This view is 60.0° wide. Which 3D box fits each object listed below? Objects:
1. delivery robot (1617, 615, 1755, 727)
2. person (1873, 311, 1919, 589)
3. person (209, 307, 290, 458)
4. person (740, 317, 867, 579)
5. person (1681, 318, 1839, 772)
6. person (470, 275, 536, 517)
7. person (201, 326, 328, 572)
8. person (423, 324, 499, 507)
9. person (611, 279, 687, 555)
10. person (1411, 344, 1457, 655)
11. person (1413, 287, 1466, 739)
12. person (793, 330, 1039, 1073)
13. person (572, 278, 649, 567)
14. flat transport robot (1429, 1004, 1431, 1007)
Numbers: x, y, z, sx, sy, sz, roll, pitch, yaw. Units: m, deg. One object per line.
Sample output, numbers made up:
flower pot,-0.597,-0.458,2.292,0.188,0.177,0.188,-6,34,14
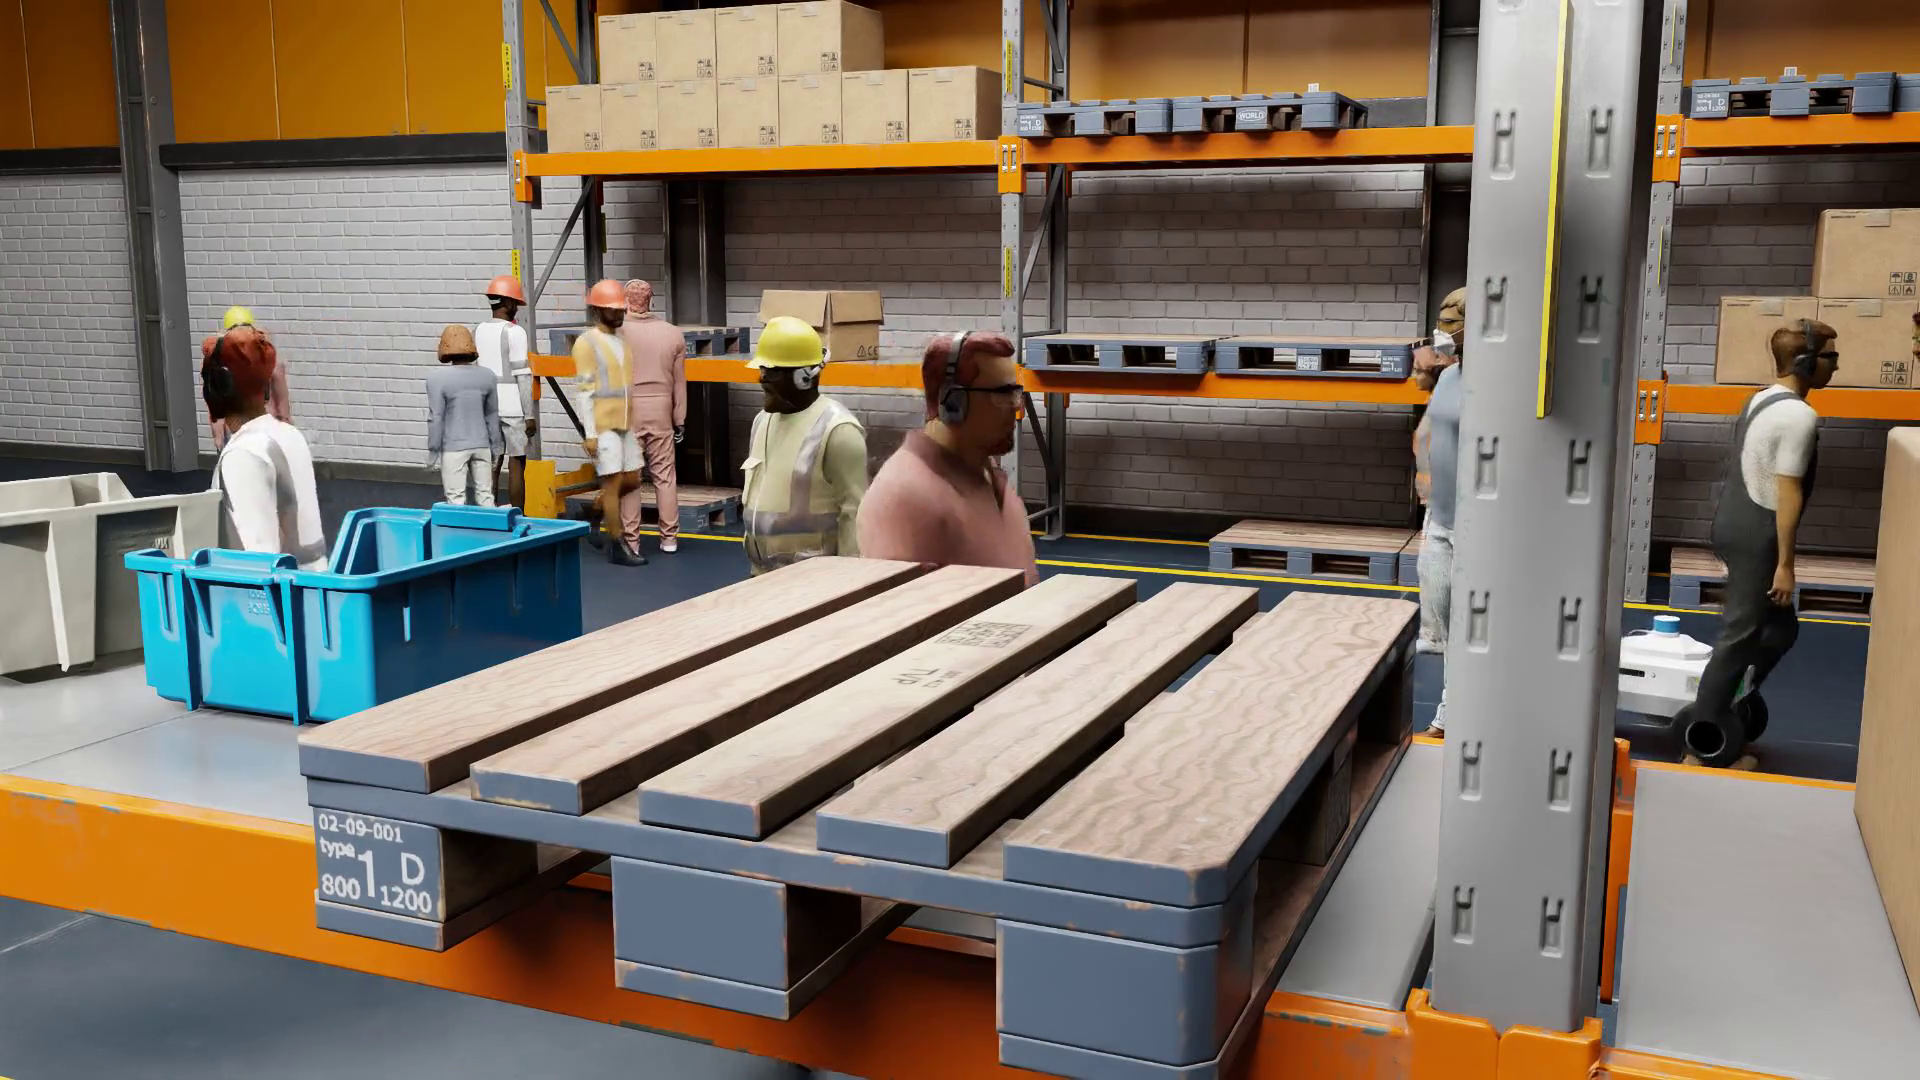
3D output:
delivery robot,2.914,0.557,6.897,0.707,0.478,0.477,7,12,36
person,4.238,-0.095,7.221,0.512,1.844,0.545,4,10,20
person,-4.910,-0.747,11.524,0.527,1.721,0.924,-4,10,-25
person,-0.593,0.100,6.103,0.403,1.827,0.600,-9,13,-42
person,3.128,0.043,6.523,0.496,1.814,0.512,2,10,12
person,-3.268,-0.936,12.020,0.543,1.928,0.372,5,11,30
person,-2.075,0.257,5.156,0.973,1.845,0.597,-1,10,-8
person,-3.188,-0.559,10.652,0.295,1.629,0.530,8,13,41
person,-2.200,-0.830,11.443,0.652,1.906,0.405,-6,11,-31
person,2.495,-0.180,8.404,0.471,1.618,0.557,2,10,14
person,2.020,-0.037,6.602,0.354,1.937,0.635,-1,10,-8
person,-0.063,0.431,4.006,0.886,1.873,0.641,5,11,27
person,-2.379,-0.782,11.115,0.615,1.918,0.553,5,11,28
flat transport robot,0.559,1.207,4.132,1.431,0.197,0.652,6,11,31
